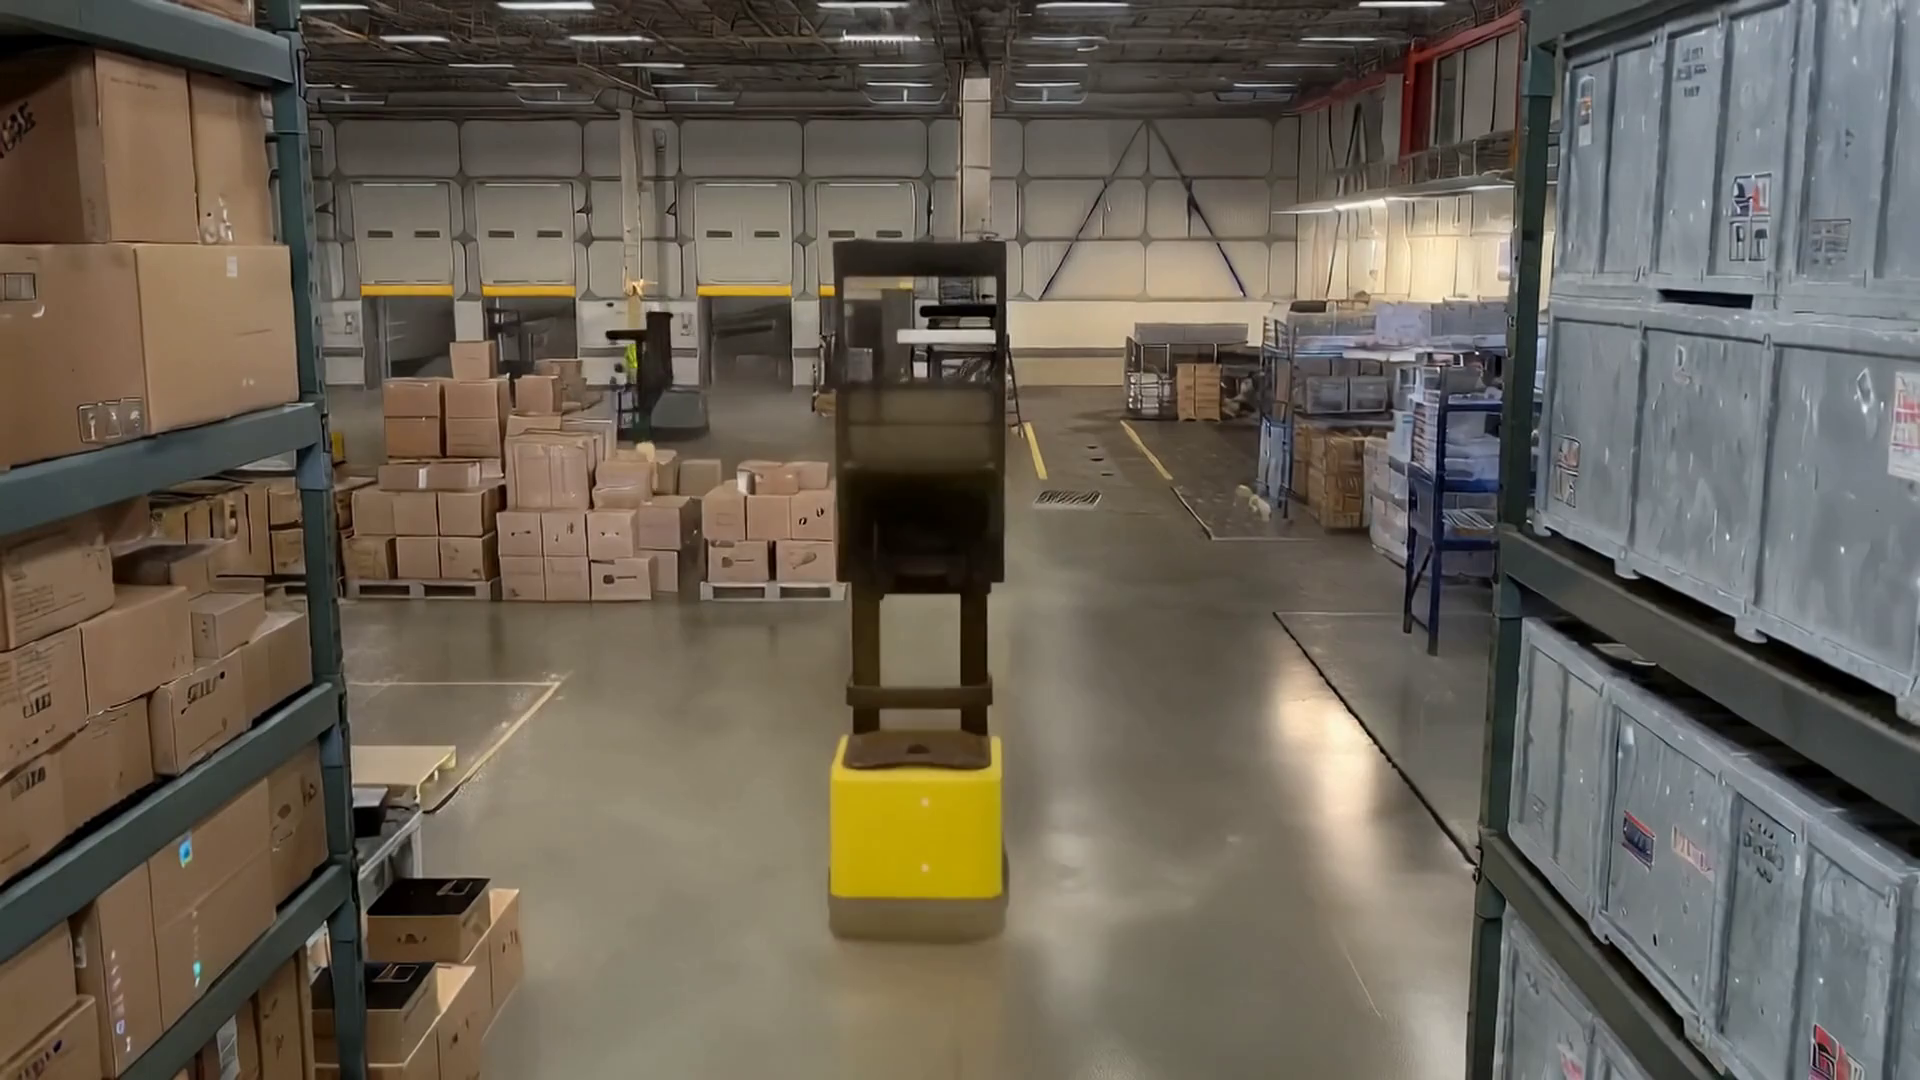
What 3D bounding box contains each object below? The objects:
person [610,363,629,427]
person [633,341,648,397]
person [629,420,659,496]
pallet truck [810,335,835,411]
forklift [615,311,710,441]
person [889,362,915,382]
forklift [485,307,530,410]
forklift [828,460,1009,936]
[{"bbox_3d":[-7.818,-3.250,38.106,0.523,1.610,0.650,-9,13,-41],"label":"person"},{"bbox_3d":[-9.041,-5.012,47.375,0.551,1.928,0.388,1,10,6],"label":"person"},{"bbox_3d":[-4.223,-0.685,22.510,0.769,1.898,0.601,2,10,10],"label":"person"},{"bbox_3d":[-3.021,-4.312,43.126,1.885,1.965,0.823,3,10,17],"label":"pallet truck"},{"bbox_3d":[-6.587,-3.643,36.722,1.873,2.768,1.129,1,10,8],"label":"forklift"},{"bbox_3d":[-1.157,-2.635,33.621,0.627,1.941,0.373,-7,12,-36],"label":"person"},{"bbox_3d":[-10.754,-4.150,39.646,1.129,2.768,1.873,0,10,1],"label":"forklift"},{"bbox_3d":[-0.255,0.882,10.612,1.129,2.768,1.873,0,10,1],"label":"forklift"}]
